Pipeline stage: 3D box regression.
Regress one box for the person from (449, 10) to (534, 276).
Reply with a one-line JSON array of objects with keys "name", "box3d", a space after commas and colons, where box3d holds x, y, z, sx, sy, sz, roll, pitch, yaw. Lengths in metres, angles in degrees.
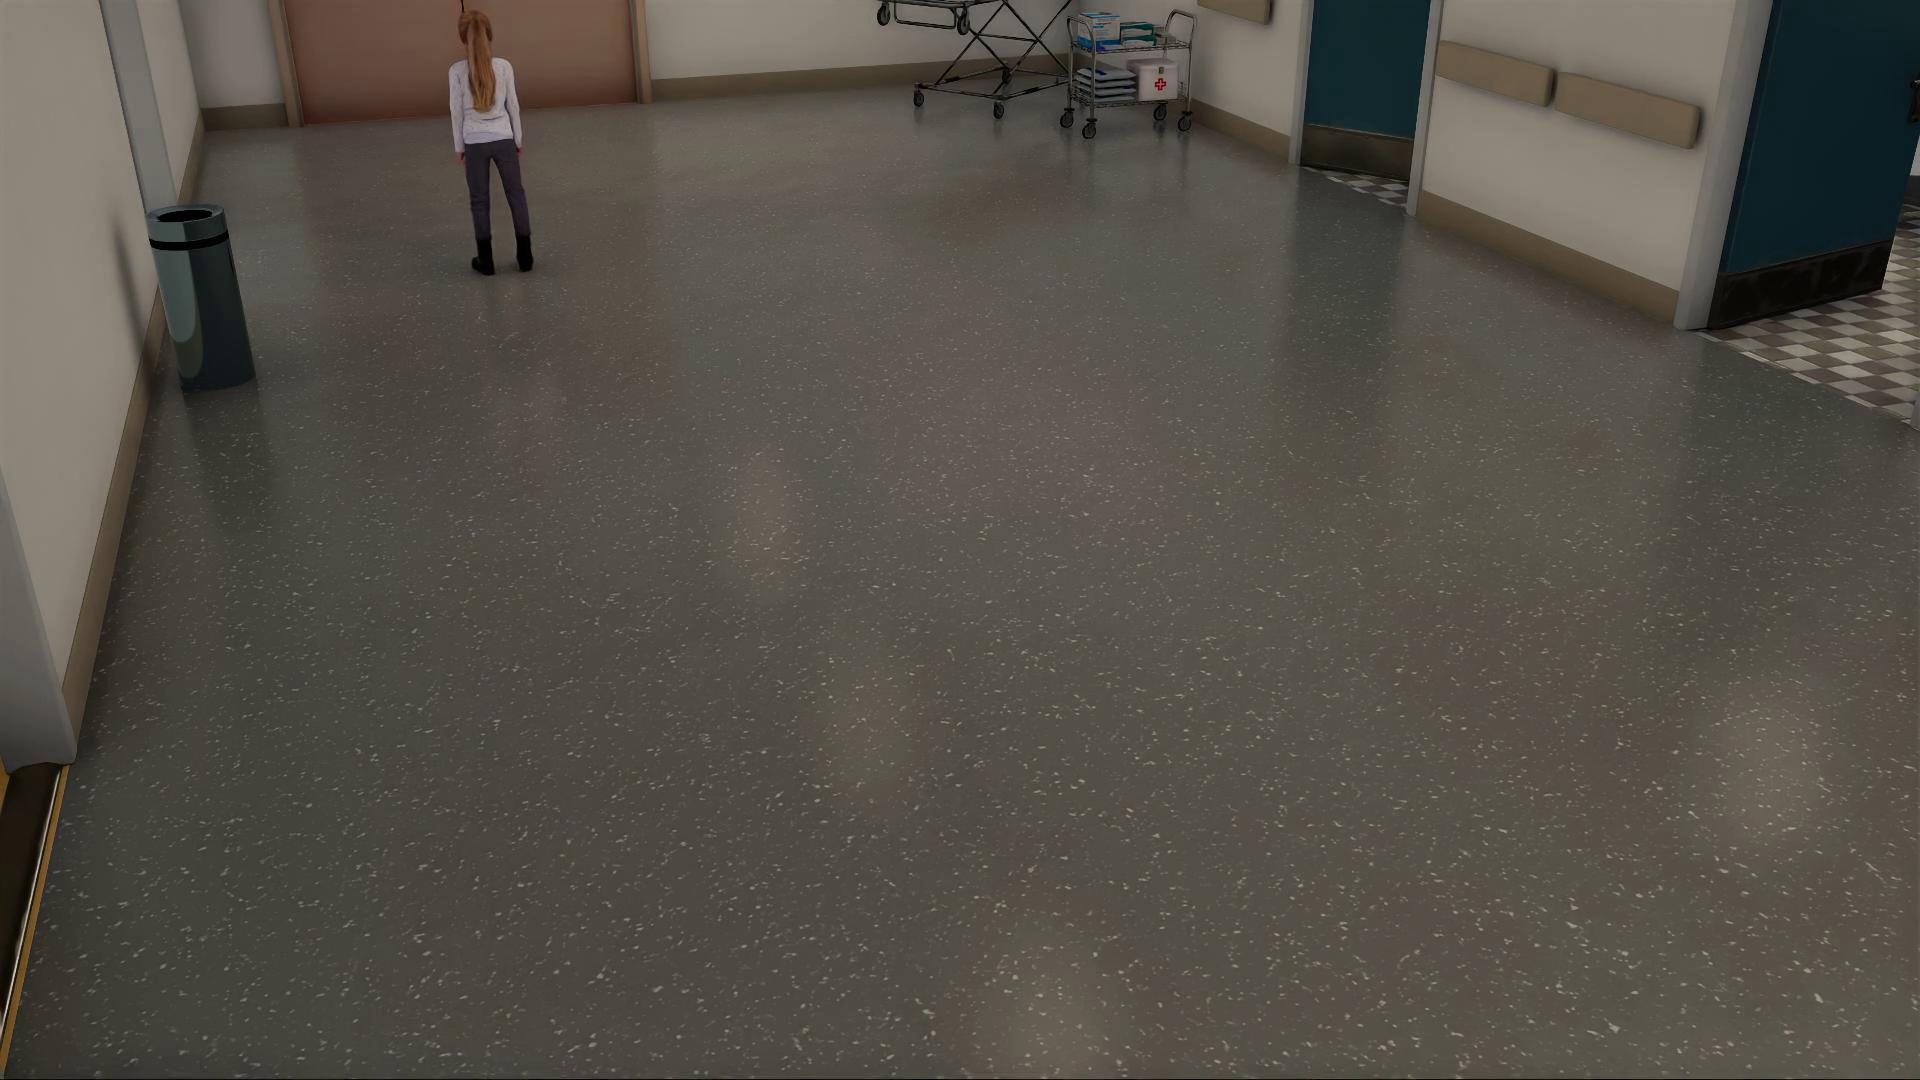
[{"name": "person", "box3d": [-2.336, -1.969, 8.265, 0.484, 1.275, 0.483, -10, 28, -20]}]
